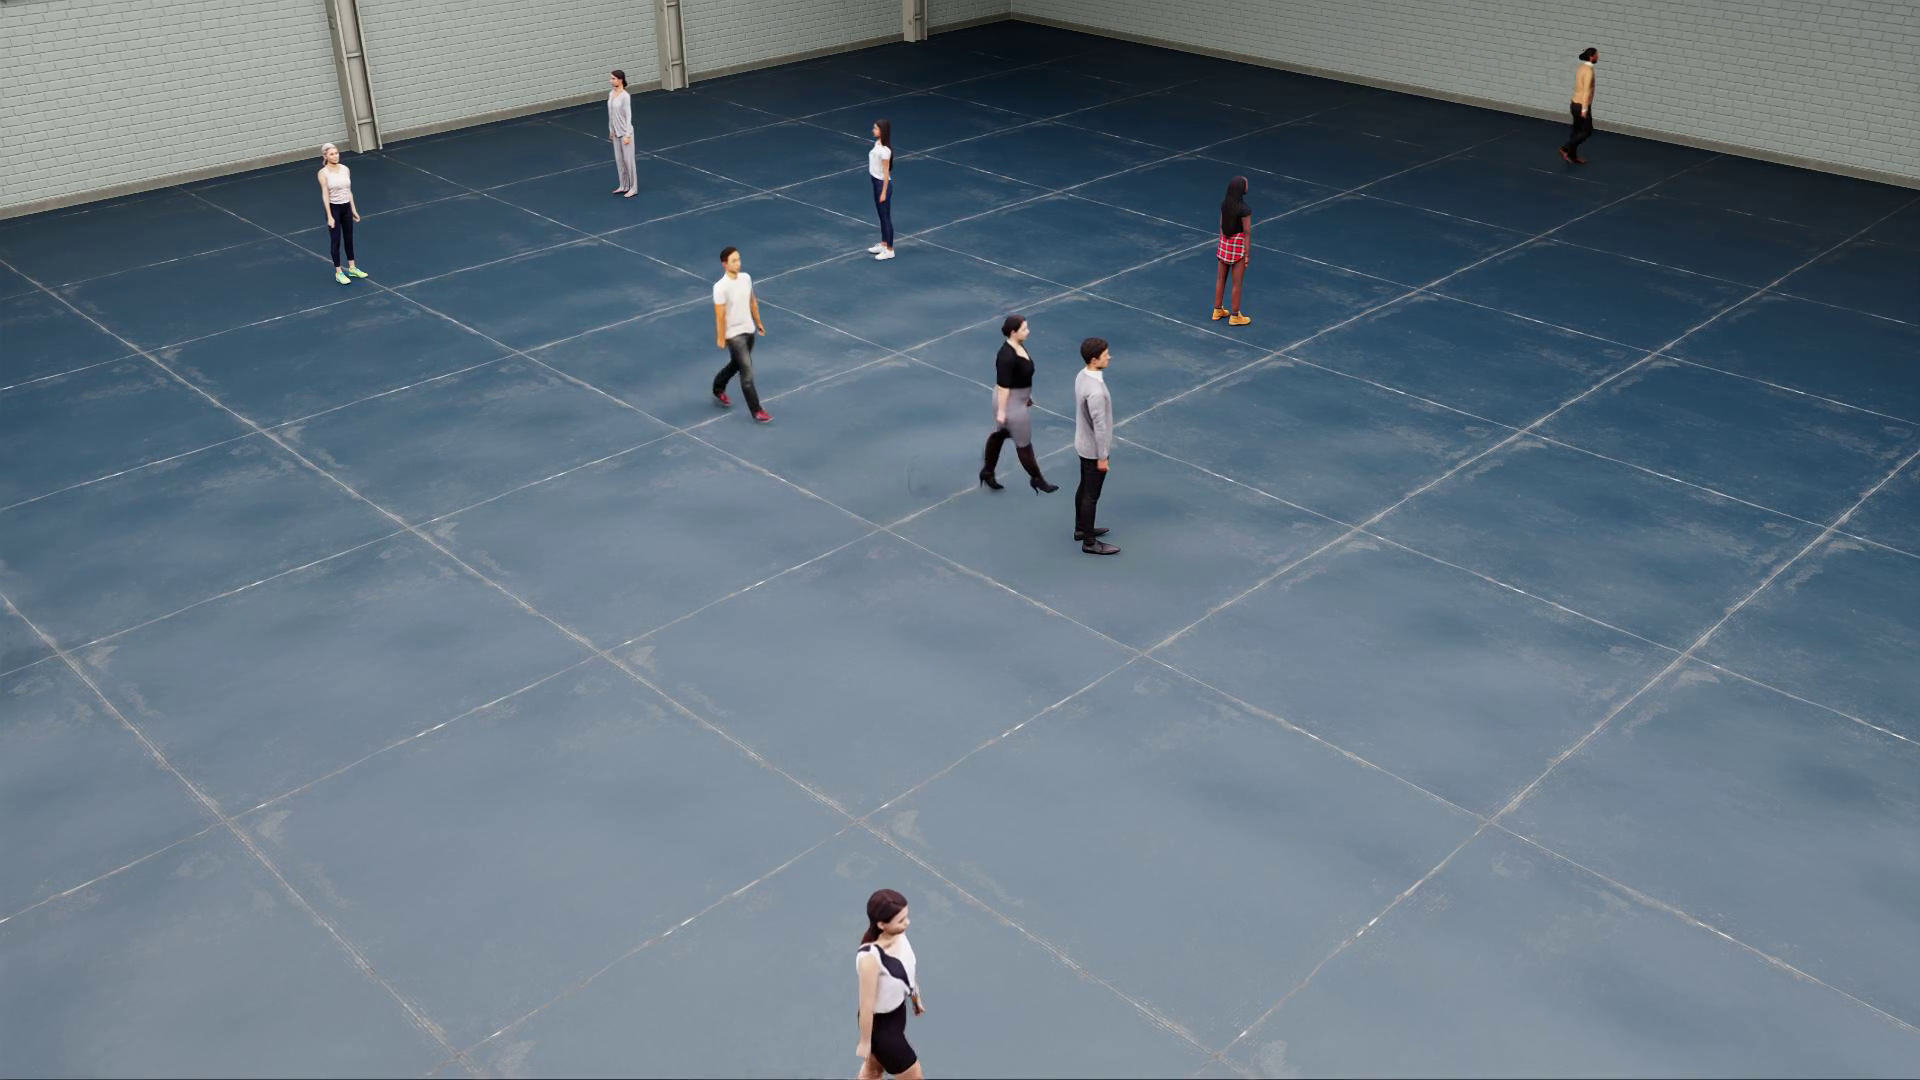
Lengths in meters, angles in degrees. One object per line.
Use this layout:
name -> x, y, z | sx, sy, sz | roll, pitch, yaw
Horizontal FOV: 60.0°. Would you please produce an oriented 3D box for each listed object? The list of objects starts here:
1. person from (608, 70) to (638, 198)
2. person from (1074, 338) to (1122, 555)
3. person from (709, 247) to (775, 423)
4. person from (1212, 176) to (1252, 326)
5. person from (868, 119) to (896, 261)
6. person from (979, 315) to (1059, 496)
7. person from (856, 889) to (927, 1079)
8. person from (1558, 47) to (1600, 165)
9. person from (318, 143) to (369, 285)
person -> -4.814, -5.814, 23.732 | 0.587, 1.773, 0.529 | 24, 36, 37
person -> 1.125, -0.819, 14.193 | 0.860, 1.923, 0.839 | -4, 28, -8
person -> -2.297, -2.097, 16.756 | 0.899, 1.771, 1.133 | 16, 32, 28
person -> 3.148, -3.338, 19.130 | 0.623, 1.729, 0.627 | -20, 34, -33
person -> -0.980, -4.485, 21.235 | 0.670, 1.774, 0.667 | -8, 29, -14
person -> 0.359, -1.215, 15.149 | 1.056, 1.724, 1.057 | 5, 28, 9
person -> -0.461, 2.426, 8.411 | 0.805, 1.632, 0.752 | 8, 29, 15
person -> 9.322, -6.545, 25.131 | 0.919, 1.749, 0.858 | 2, 28, 5
person -> -7.650, -4.042, 20.481 | 0.708, 1.702, 0.549 | 16, 32, 28
